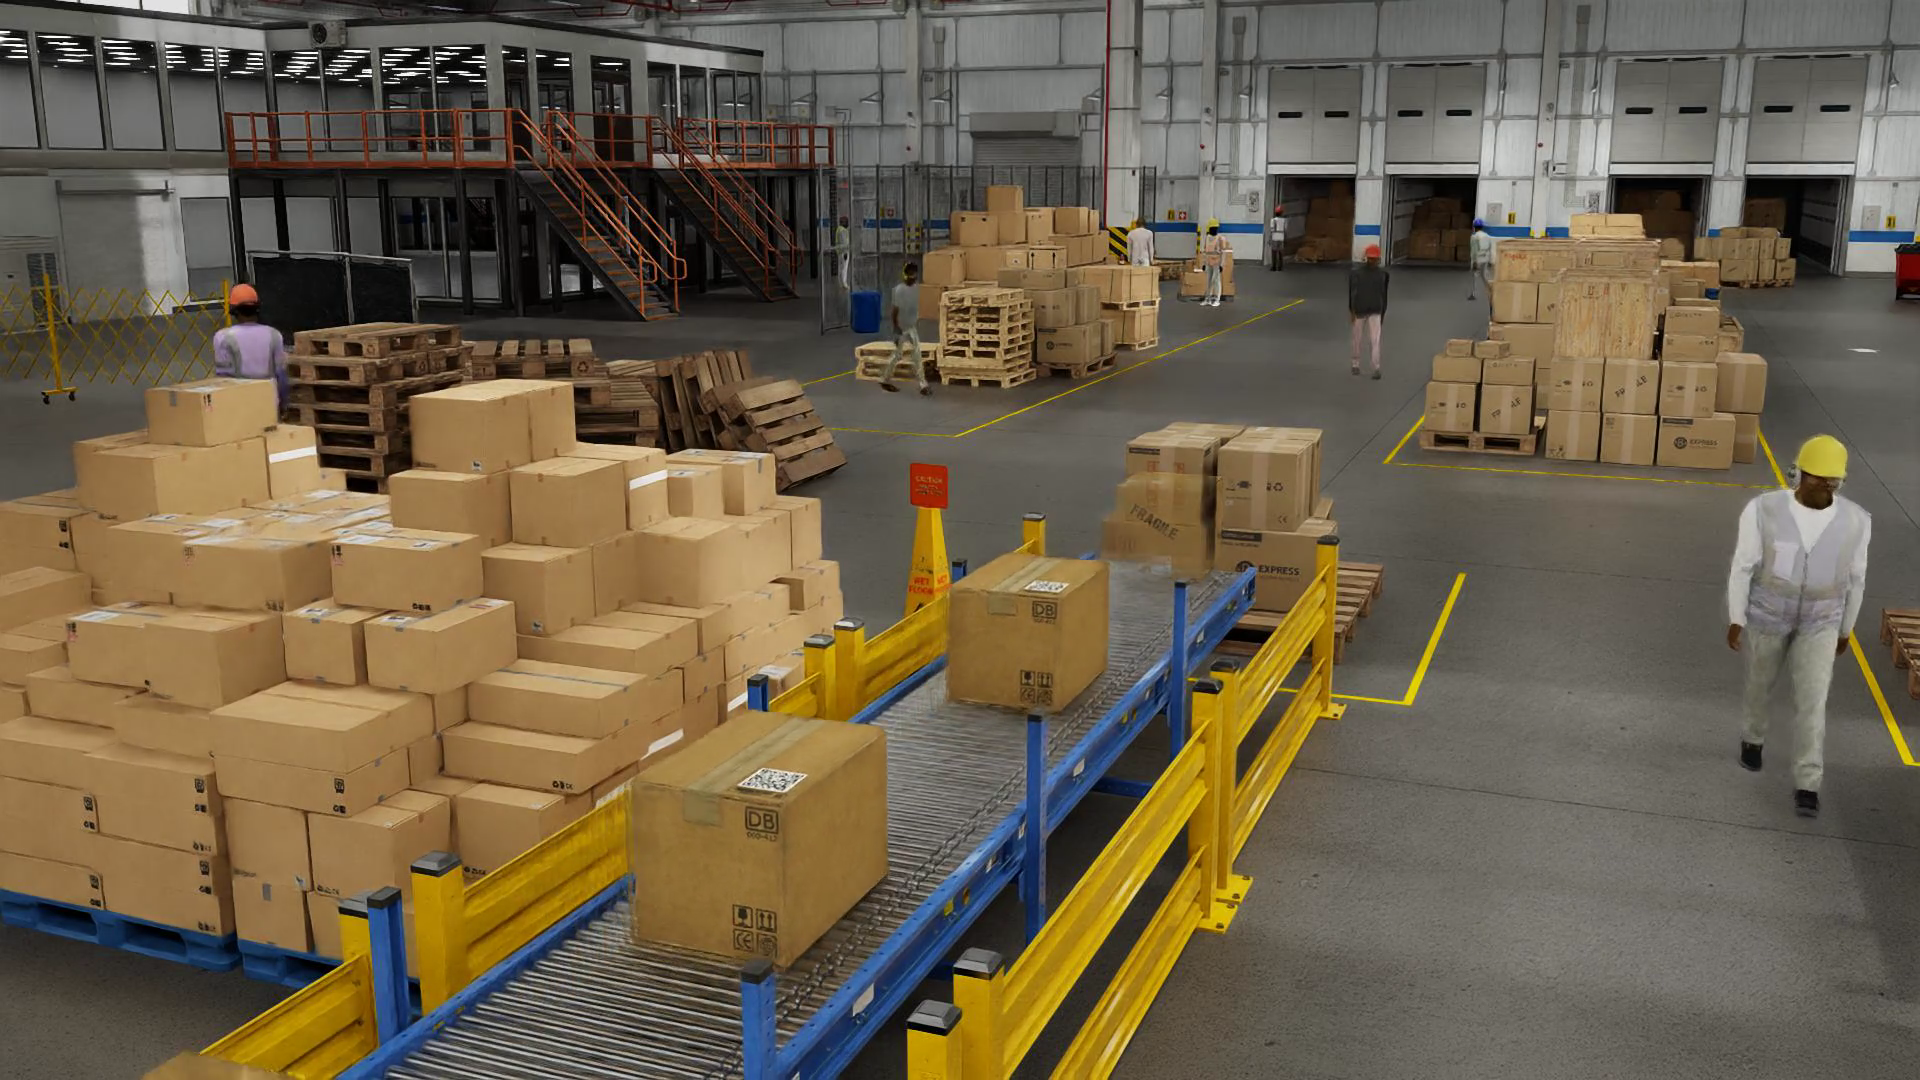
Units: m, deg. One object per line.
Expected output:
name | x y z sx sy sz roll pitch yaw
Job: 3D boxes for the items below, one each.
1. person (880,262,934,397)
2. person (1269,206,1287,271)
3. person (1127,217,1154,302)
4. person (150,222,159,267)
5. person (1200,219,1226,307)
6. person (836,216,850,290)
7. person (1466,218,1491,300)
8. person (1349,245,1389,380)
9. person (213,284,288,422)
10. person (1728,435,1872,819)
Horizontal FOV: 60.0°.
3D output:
person | -0.726 -2.844 22.403 0.601 1.805 0.979 -12 17 -43
person | 9.496 -9.019 49.774 0.551 1.935 0.372 -4 13 -15
person | 4.149 -6.455 38.281 0.627 1.935 0.371 4 13 17
person | -22.993 -8.455 47.298 0.403 1.909 0.664 -6 14 -24
person | 5.618 -6.154 36.943 0.369 1.928 0.586 -11 16 -40
person | -2.925 -7.261 42.110 0.429 1.840 0.637 -3 13 -12
person | 12.099 -6.475 38.463 0.619 1.906 0.771 -6 14 -26
person | 5.926 -3.307 24.169 0.603 1.942 1.050 0 13 0
person | -6.200 -1.215 14.551 0.437 2.028 0.642 12 17 42
person | 4.038 0.361 8.067 0.601 1.788 0.941 5 13 20
